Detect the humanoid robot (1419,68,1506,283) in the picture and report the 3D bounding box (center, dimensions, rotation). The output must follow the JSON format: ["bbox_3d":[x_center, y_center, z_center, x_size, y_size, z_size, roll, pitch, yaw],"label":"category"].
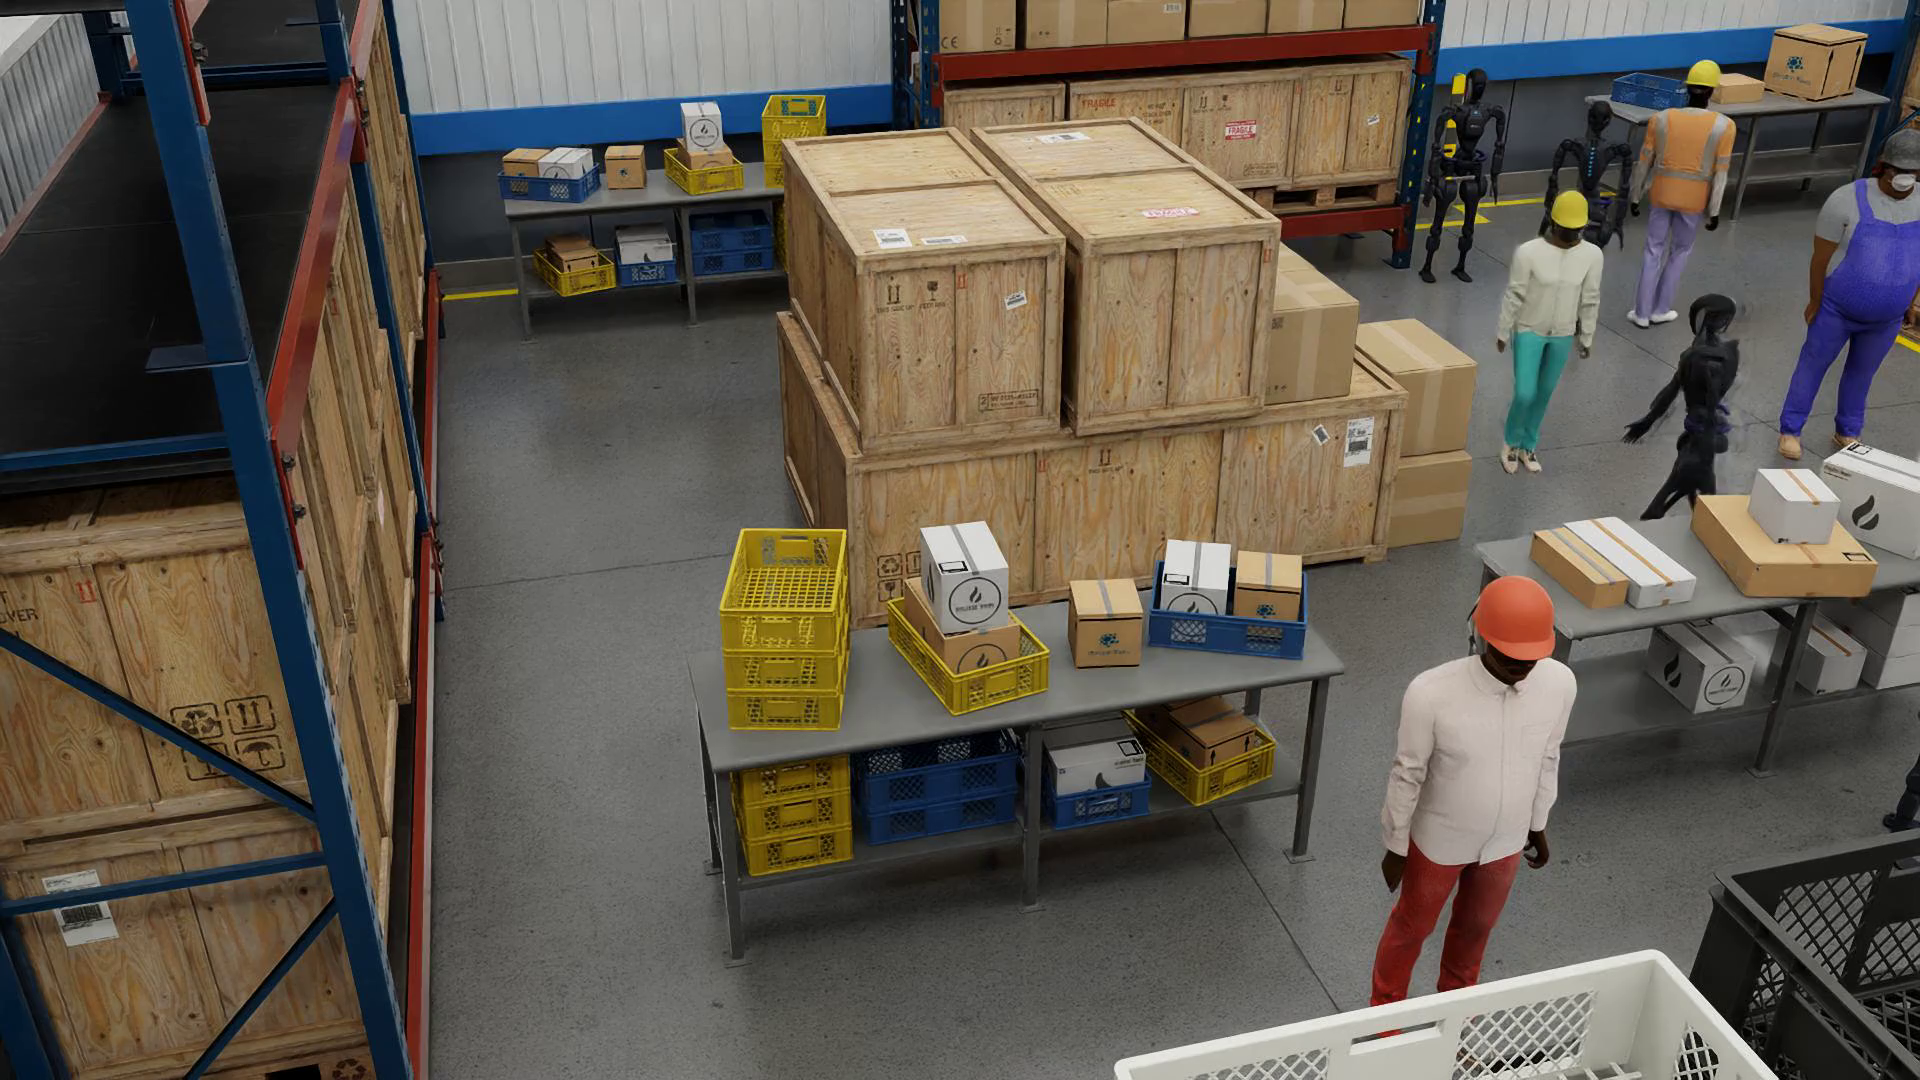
[{"bbox_3d":[3.824,-2.763,12.672,0.563,1.649,0.361,-1,29,-2],"label":"humanoid robot"}]

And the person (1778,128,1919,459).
[{"bbox_3d":[5.386,-1.429,9.877,0.677,2.000,0.537,3,29,5],"label":"person"}]

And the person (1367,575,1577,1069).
[{"bbox_3d":[1.702,0.982,5.546,0.620,1.992,0.395,-6,29,-11],"label":"person"}]

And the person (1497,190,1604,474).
[{"bbox_3d":[3.444,-1.193,9.745,0.539,1.746,0.444,-2,29,-3],"label":"person"}]

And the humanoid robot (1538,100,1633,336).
[{"bbox_3d":[4.423,-2.277,11.790,0.587,1.651,0.325,15,32,25],"label":"humanoid robot"}]

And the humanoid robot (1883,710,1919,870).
[{"bbox_3d":[4.019,0.570,6.607,0.327,1.657,0.589,25,37,37],"label":"humanoid robot"}]

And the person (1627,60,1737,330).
[{"bbox_3d":[5.114,-2.439,11.837,0.609,1.909,0.419,17,33,28],"label":"person"}]

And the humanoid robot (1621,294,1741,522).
[{"bbox_3d":[3.798,-0.493,8.602,0.769,1.620,0.550,10,30,18],"label":"humanoid robot"}]
